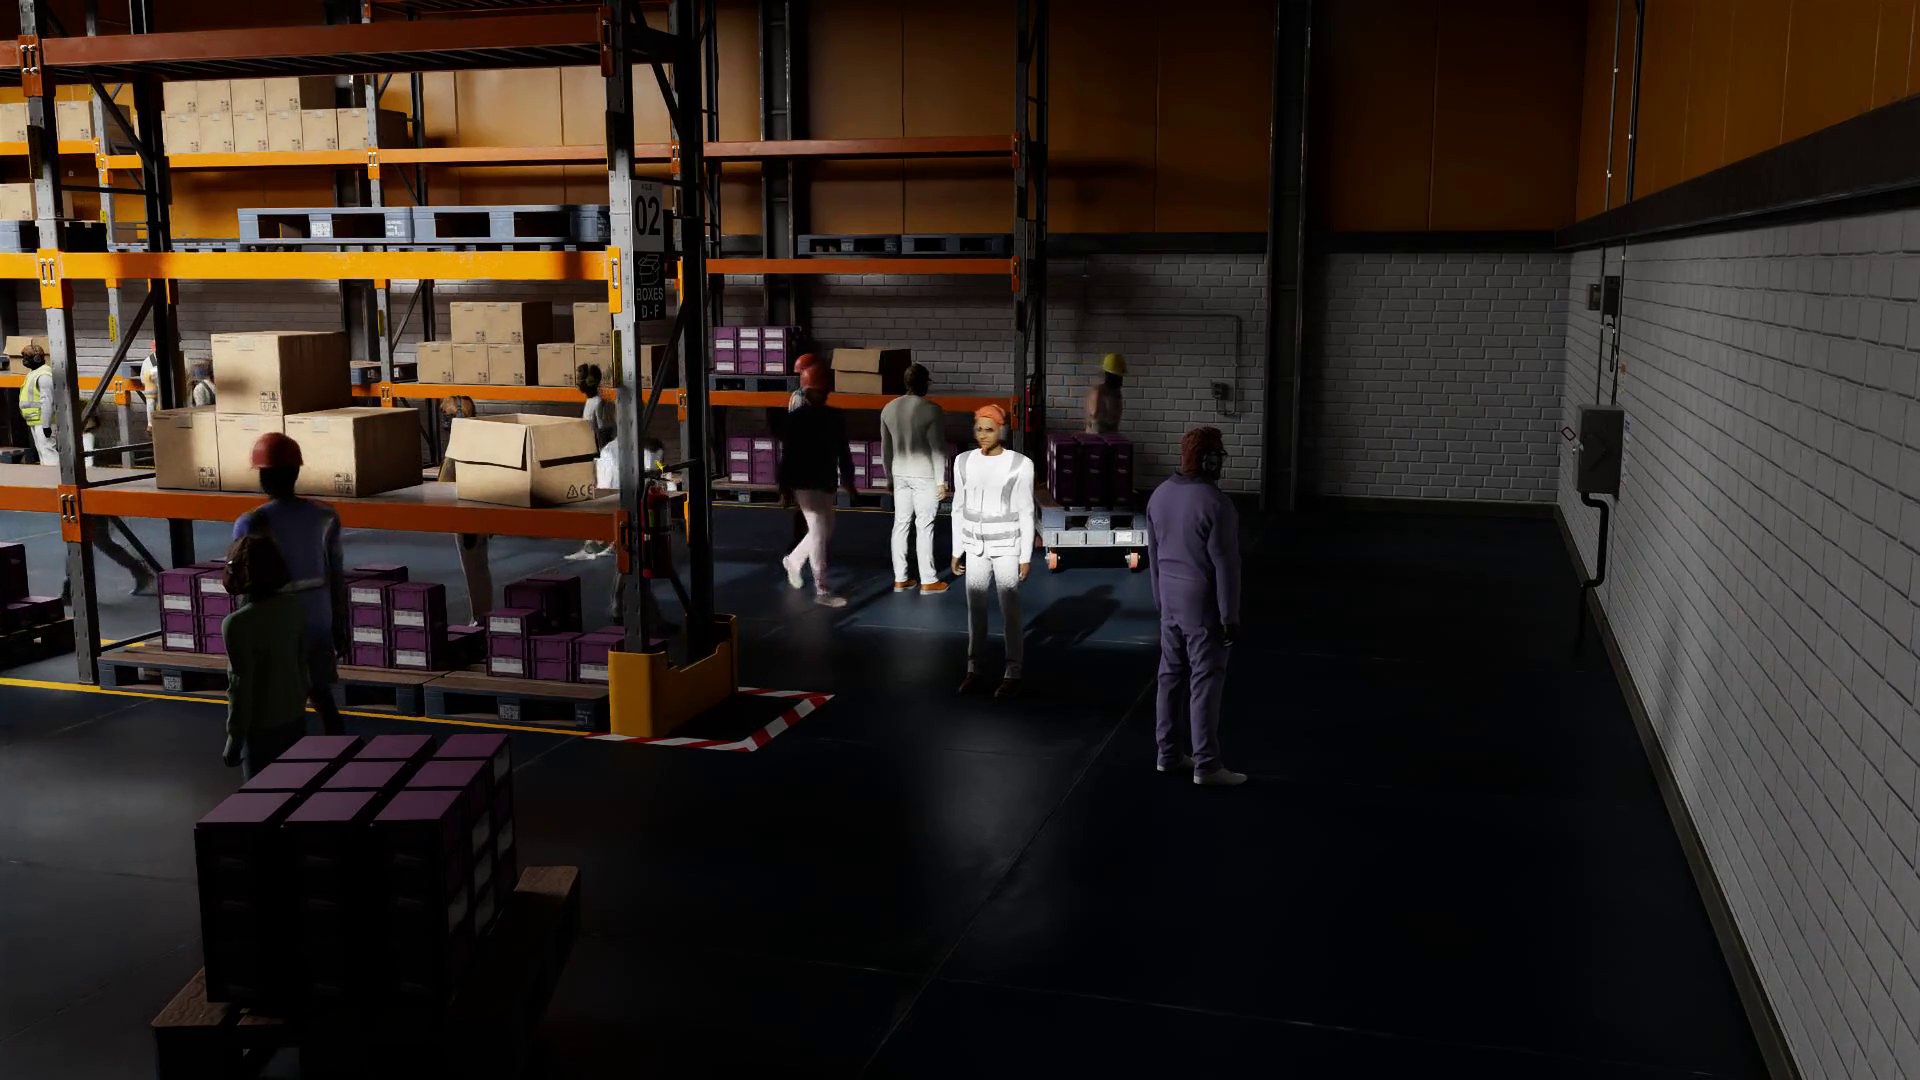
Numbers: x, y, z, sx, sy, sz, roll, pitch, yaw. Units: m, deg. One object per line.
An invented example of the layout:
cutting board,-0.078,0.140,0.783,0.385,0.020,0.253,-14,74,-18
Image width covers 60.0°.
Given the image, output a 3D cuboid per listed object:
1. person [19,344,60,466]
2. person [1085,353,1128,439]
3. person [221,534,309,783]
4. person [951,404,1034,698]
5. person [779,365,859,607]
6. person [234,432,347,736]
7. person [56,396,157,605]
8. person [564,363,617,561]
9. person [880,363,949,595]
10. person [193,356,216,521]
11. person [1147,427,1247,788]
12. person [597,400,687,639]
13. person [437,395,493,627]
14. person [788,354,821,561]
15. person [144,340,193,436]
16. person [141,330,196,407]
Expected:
person,-10.890,-1.397,19.721,0.429,1.837,0.624,-7,12,-38
person,1.528,-0.995,17.155,0.903,1.855,0.635,6,11,34
person,-2.919,0.786,7.013,0.280,1.633,0.500,2,10,12
person,0.207,0.070,10.645,0.578,1.878,0.348,5,11,28
person,-1.231,-0.469,13.668,0.600,1.967,0.897,-9,13,-44
person,-3.330,0.428,8.276,0.377,1.934,0.553,7,12,37
person,-7.081,-0.334,13.602,0.817,1.715,0.495,-5,10,-26
person,-3.431,-0.715,15.608,0.718,1.850,0.560,-3,10,-19
person,-0.377,-0.510,13.985,0.628,1.940,0.377,6,11,34
person,-7.945,-1.082,17.899,0.930,1.797,0.521,3,10,20
person,1.273,0.352,8.829,0.407,1.908,0.641,-6,11,-33
person,-2.343,-0.156,12.289,0.921,1.777,0.602,6,11,34
person,-3.547,-0.128,11.984,0.428,1.836,0.626,-3,10,-16
person,-1.434,-0.780,15.631,0.379,1.937,0.548,-1,9,-4
person,-9.310,-1.430,19.578,0.352,1.942,0.546,7,12,38
person,-9.619,-1.617,20.421,0.683,2.000,0.538,2,10,12
